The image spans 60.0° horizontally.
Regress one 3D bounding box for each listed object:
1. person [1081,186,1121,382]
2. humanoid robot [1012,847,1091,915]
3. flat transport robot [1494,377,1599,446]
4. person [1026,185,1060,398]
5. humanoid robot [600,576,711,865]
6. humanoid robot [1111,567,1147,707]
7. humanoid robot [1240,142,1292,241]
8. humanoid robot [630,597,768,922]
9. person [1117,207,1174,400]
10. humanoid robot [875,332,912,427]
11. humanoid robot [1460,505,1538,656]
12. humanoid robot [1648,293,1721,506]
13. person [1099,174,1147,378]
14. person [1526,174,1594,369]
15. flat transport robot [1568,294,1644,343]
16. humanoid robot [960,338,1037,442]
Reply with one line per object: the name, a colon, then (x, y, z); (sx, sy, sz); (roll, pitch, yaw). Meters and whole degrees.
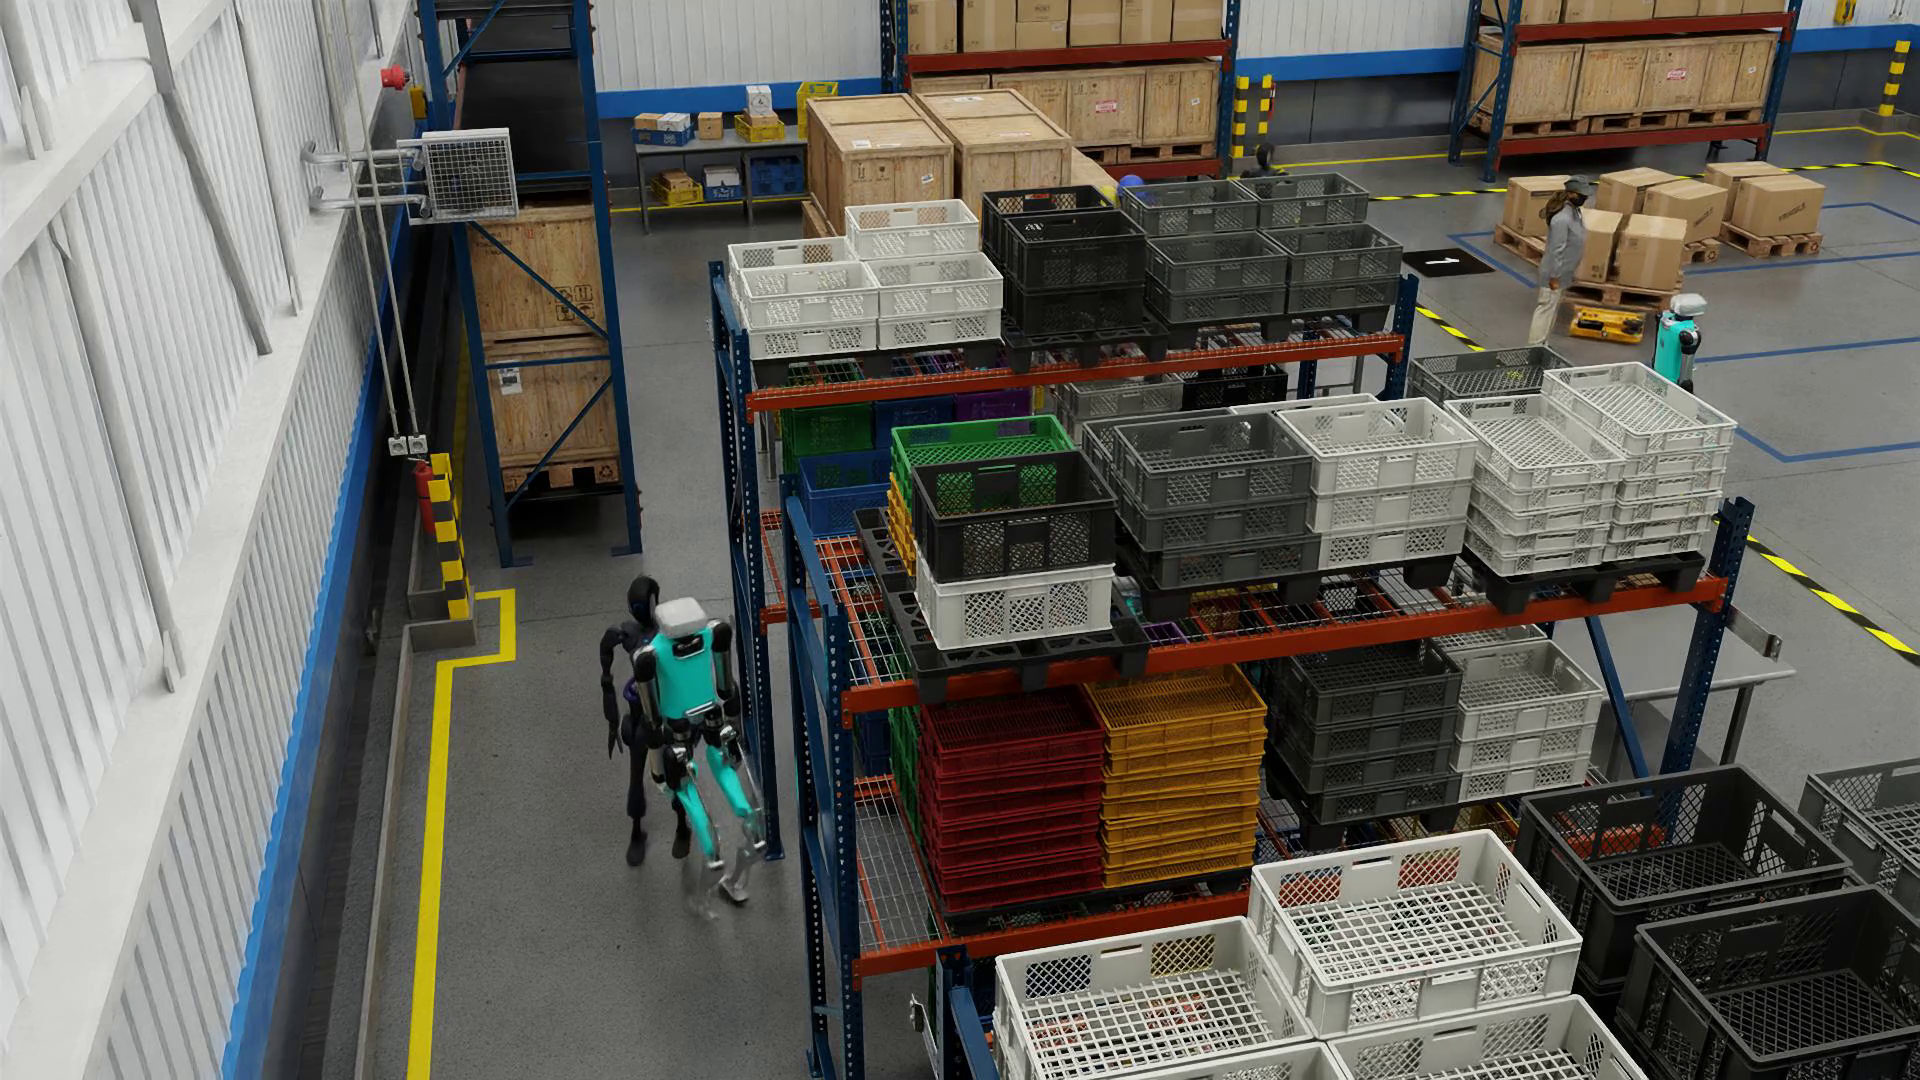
person: (1.262, -2.190, 14.523); (0.601, 1.830, 0.404); (5, 28, 9)
humanoid robot: (0.464, 1.211, 8.026); (0.735, 1.681, 0.533); (3, 28, 6)
flat transport robot: (4.780, -1.036, 14.013); (0.659, 0.231, 1.431); (-6, 28, -12)
person: (0.699, -2.125, 14.345); (0.582, 1.882, 0.339); (0, 28, 0)
humanoid robot: (-1.567, 0.951, 8.724); (0.597, 1.657, 0.372); (-1, 28, -1)
humanoid robot: (1.042, 0.864, 8.689); (0.735, 1.677, 0.533); (-2, 28, -4)
humanoid robot: (3.039, -3.149, 16.506); (0.612, 1.641, 0.418); (12, 30, 21)
humanoid robot: (-1.216, 1.149, 8.245); (0.534, 1.758, 0.678); (-19, 33, -32)
person: (1.501, -1.642, 13.261); (0.607, 2.044, 0.392); (-17, 32, -29)
humanoid robot: (-0.490, -1.037, 12.560); (0.573, 1.651, 0.621); (13, 31, 24)
humanoid robot: (3.093, 0.516, 9.587); (0.612, 1.633, 0.697); (-17, 32, -28)
humanoid robot: (5.402, -1.005, 12.240); (0.735, 1.672, 0.533); (-2, 28, -3)
person: (1.422, -2.196, 14.416); (0.612, 1.942, 0.404); (15, 31, 26)
person: (5.421, -2.447, 15.078); (0.396, 1.766, 0.572); (15, 31, 26)
flat transport robot: (6.411, -2.303, 16.387); (0.652, 0.197, 1.431); (11, 30, 20)
humanoid robot: (0.301, -0.503, 11.319); (0.532, 1.694, 0.726); (-4, 28, -8)
